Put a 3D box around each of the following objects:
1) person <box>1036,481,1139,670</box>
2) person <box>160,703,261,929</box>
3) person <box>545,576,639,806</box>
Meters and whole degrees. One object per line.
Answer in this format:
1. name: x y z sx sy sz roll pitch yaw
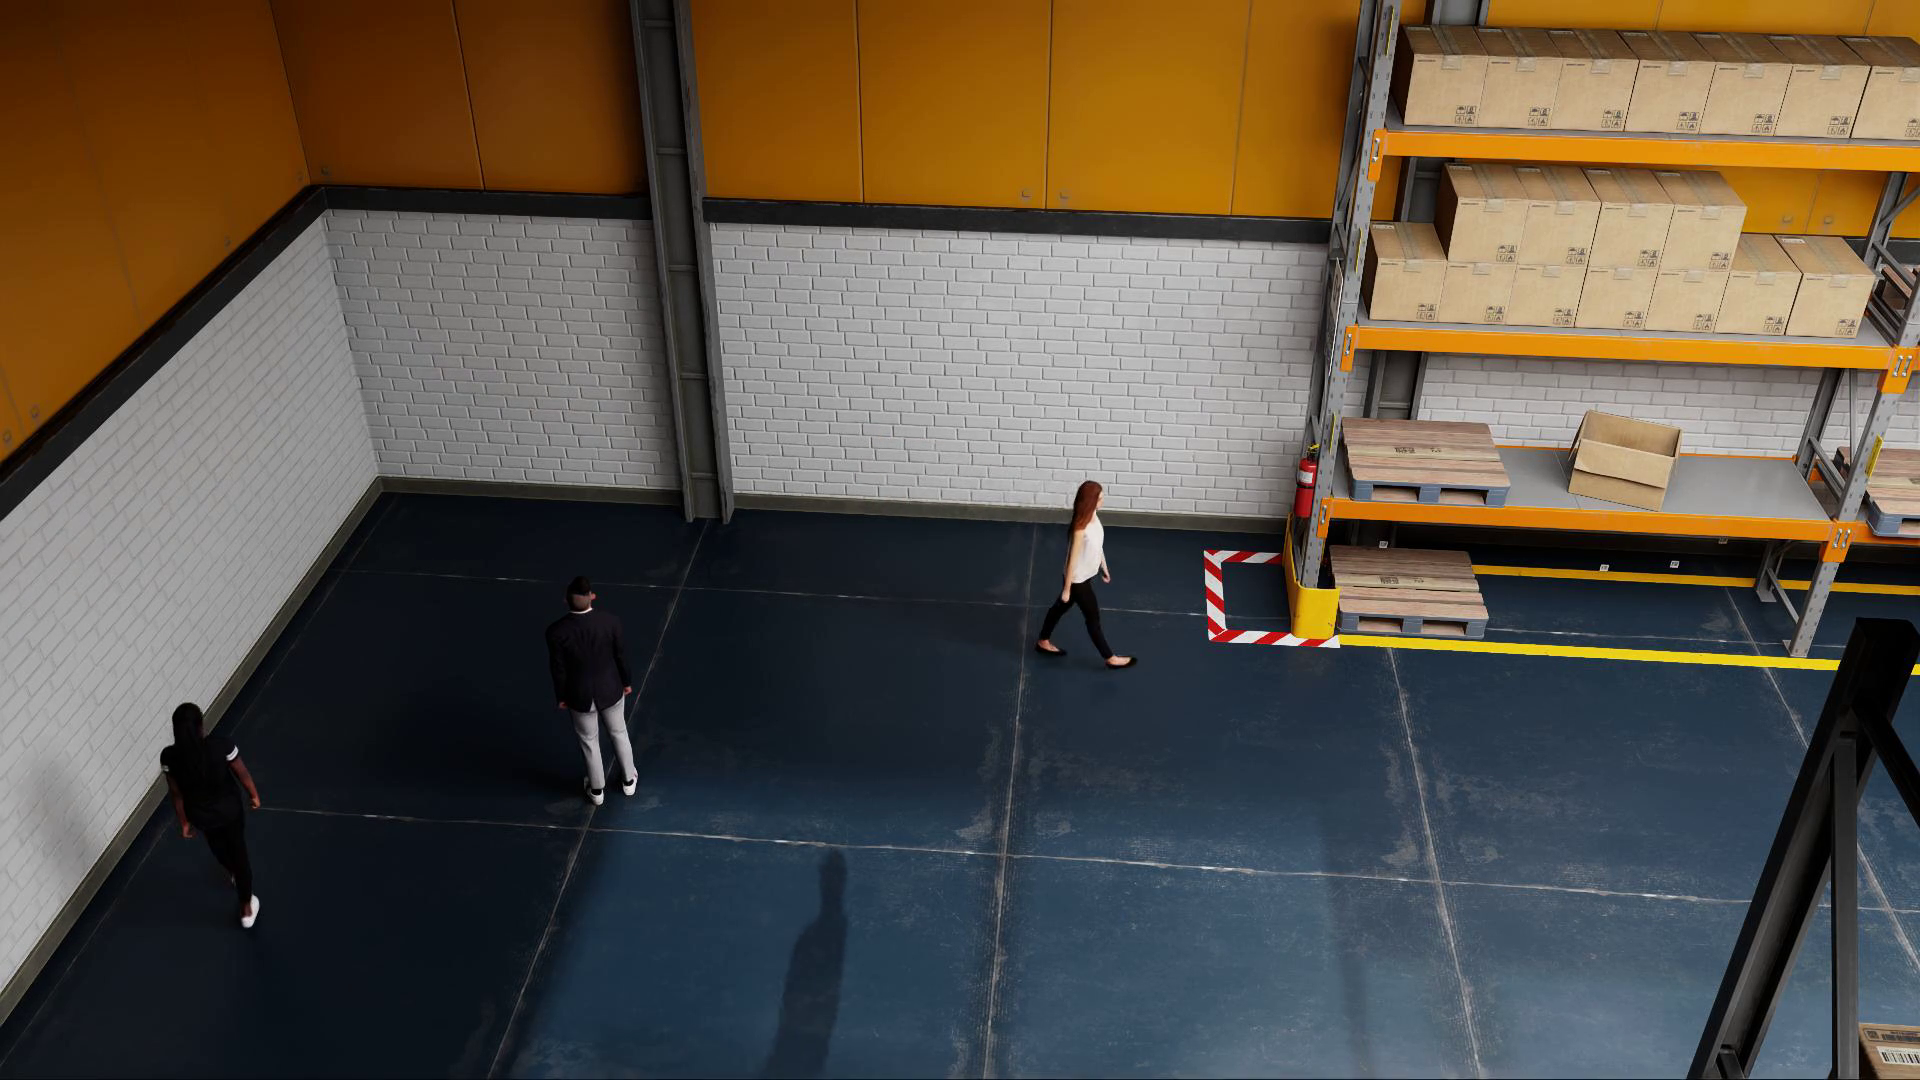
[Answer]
1. person: 0.853 0.281 13.063 1.120 1.670 0.727 9 35 14
2. person: -4.800 1.810 10.729 0.947 1.708 0.880 -9 35 -13
3. person: -2.570 1.031 11.683 0.705 1.949 0.850 -12 35 -17
